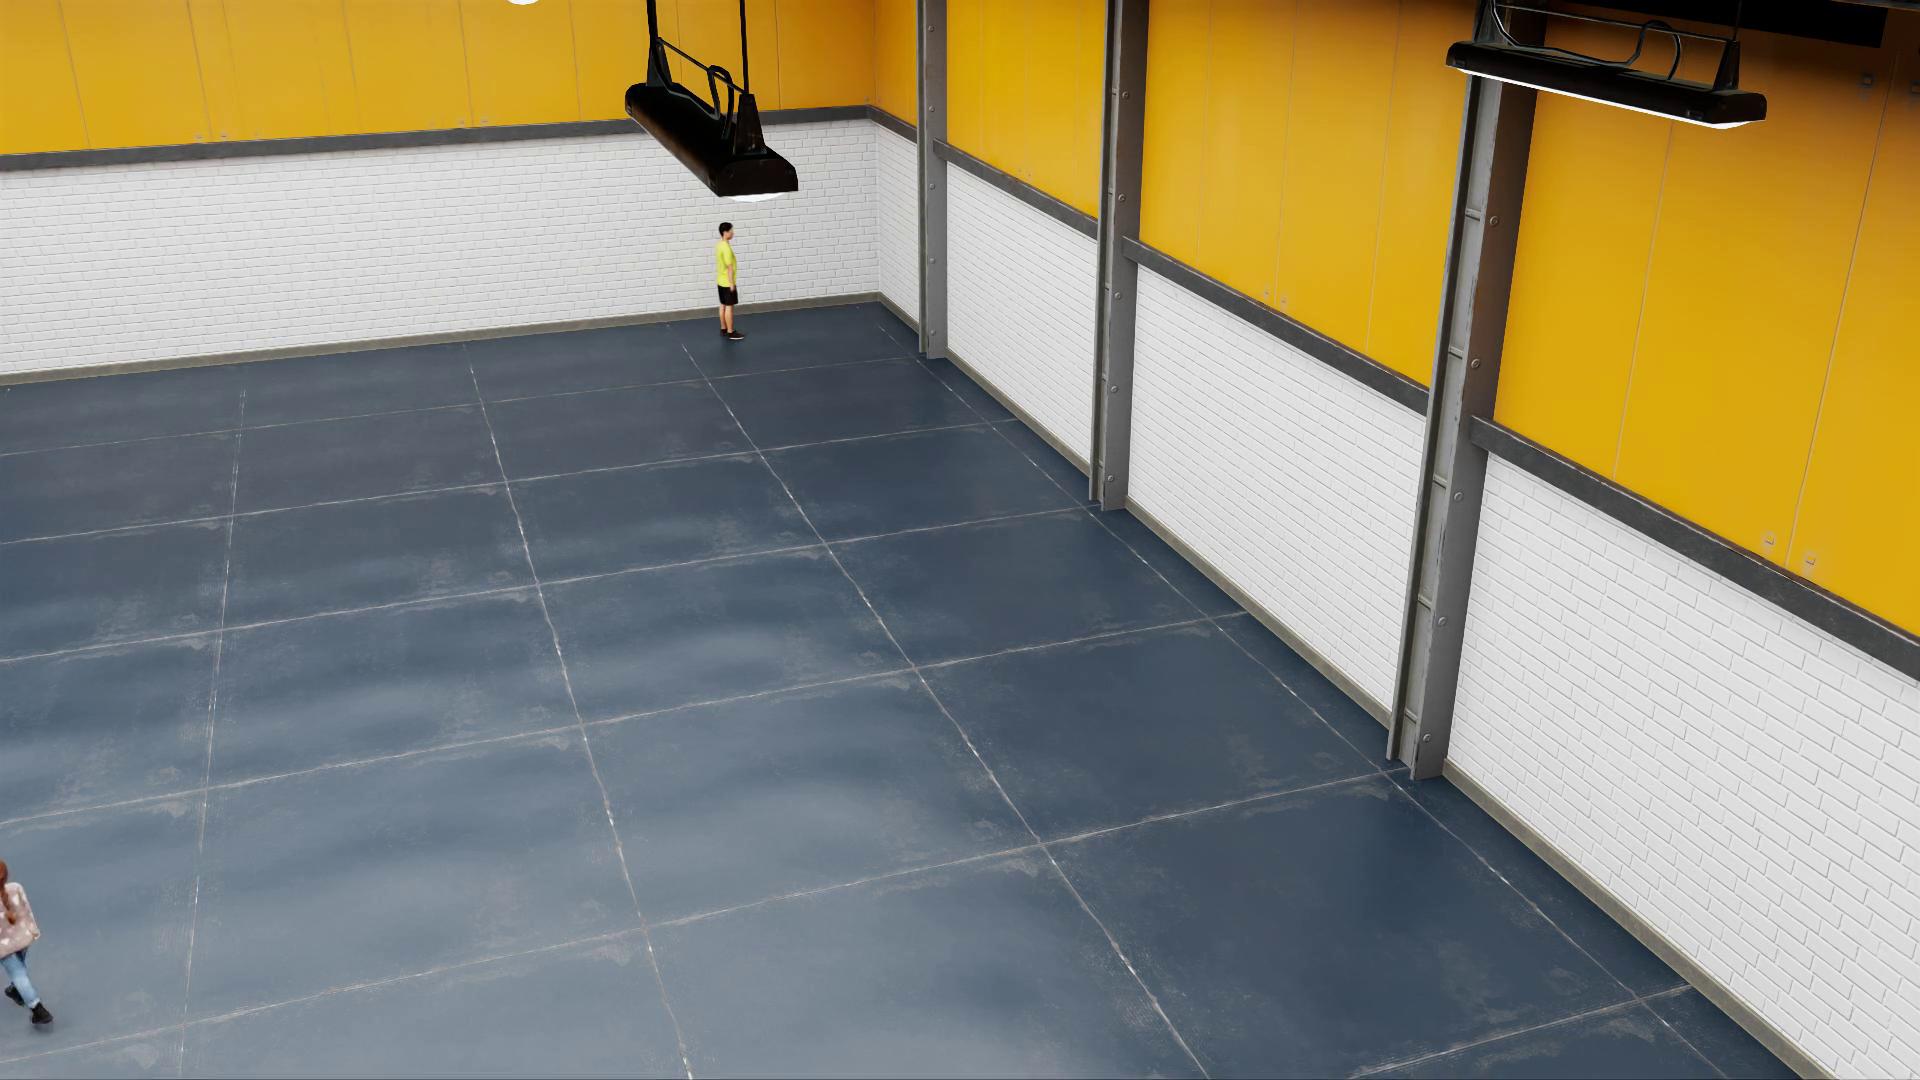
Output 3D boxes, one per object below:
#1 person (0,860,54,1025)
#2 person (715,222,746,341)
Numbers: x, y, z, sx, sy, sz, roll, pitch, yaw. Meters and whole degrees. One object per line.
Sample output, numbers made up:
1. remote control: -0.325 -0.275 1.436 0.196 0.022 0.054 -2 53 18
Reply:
1. person: -5.979 2.547 10.504 0.882 1.174 0.771 15 28 30
2. person: -3.423 -3.805 24.372 0.696 1.706 0.502 -11 26 -24
